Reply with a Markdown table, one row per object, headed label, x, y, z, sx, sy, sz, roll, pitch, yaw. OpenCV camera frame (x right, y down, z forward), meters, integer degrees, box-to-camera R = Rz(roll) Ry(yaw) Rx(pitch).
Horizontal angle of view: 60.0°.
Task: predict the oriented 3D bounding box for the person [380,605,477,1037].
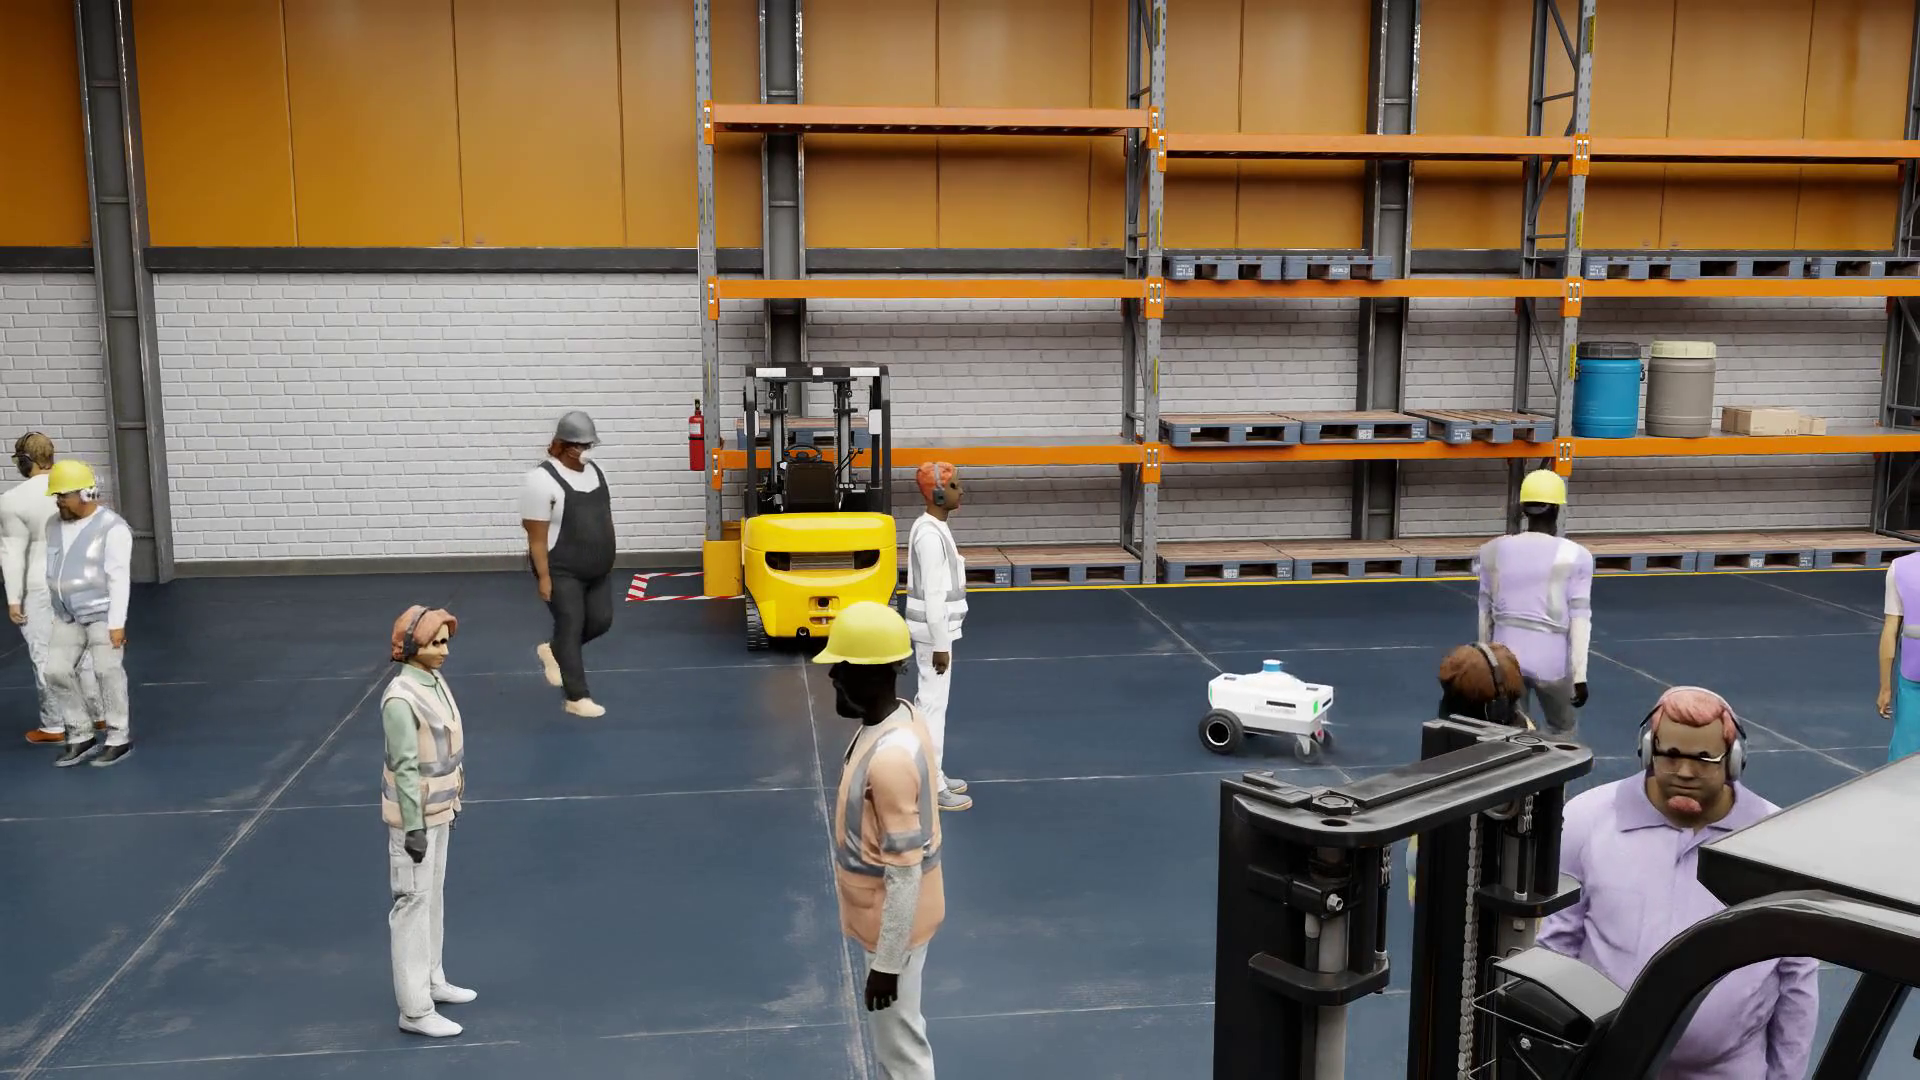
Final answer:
| label | x | y | z | sx | sy | sz | roll | pitch | yaw |
| --- | --- | --- | --- | --- | --- | --- | --- | --- | --- |
| person | -2.048 | 1.059 | 6.366 | 0.311 | 1.639 | 0.512 | -1 | 9 | -4 |

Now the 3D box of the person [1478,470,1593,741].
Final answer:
| label | x | y | z | sx | sy | sz | roll | pitch | yaw |
| --- | --- | --- | --- | --- | --- | --- | --- | --- | --- |
| person | 2.885 | 0.600 | 8.384 | 0.612 | 1.906 | 0.448 | 9 | 13 | 43 |

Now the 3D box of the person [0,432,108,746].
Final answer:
| label | x | y | z | sx | sy | sz | roll | pitch | yaw |
| --- | --- | --- | --- | --- | --- | --- | --- | --- | --- |
| person | -5.574 | 0.299 | 10.220 | 0.365 | 1.931 | 0.629 | 4 | 10 | 25 |

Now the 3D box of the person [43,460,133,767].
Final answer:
| label | x | y | z | sx | sy | sz | roll | pitch | yaw |
| --- | --- | --- | --- | --- | --- | --- | --- | --- | --- |
| person | -5.116 | 0.441 | 9.683 | 0.619 | 1.806 | 0.551 | 3 | 9 | 16 |

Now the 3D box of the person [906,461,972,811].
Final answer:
| label | x | y | z | sx | sy | sz | roll | pitch | yaw |
| --- | --- | --- | --- | --- | --- | --- | --- | --- | --- |
| person | -0.119 | 0.512 | 9.015 | 0.353 | 1.884 | 0.577 | 0 | 9 | -3 |

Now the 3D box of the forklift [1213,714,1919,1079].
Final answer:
| label | x | y | z | sx | sy | sz | roll | pitch | yaw |
| --- | --- | --- | --- | --- | --- | --- | --- | --- | --- |
| forklift | 1.441 | 1.425 | 2.350 | 1.214 | 2.155 | 2.313 | -7 | 12 | -39 |

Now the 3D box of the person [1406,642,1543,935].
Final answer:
| label | x | y | z | sx | sy | sz | roll | pitch | yaw |
| --- | --- | --- | --- | --- | --- | --- | --- | --- | --- |
| person | 1.635 | 1.181 | 5.038 | 0.669 | 1.820 | 0.646 | 3 | 10 | 18 |

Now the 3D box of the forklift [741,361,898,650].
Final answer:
| label | x | y | z | sx | sy | sz | roll | pitch | yaw |
| --- | --- | --- | --- | --- | --- | --- | --- | --- | --- |
| forklift | -1.154 | -0.340 | 13.365 | 1.214 | 2.155 | 2.313 | -1 | 9 | -7 |

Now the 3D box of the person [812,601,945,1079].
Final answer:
| label | x | y | z | sx | sy | sz | roll | pitch | yaw |
| --- | --- | --- | --- | --- | --- | --- | --- | --- | --- |
| person | -0.239 | 1.132 | 5.012 | 0.388 | 1.926 | 0.590 | -1 | 9 | -4 |

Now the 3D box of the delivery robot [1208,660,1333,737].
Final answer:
| label | x | y | z | sx | sy | sz | roll | pitch | yaw |
| --- | --- | --- | --- | --- | --- | --- | --- | --- | --- |
| delivery robot | 1.872 | 0.966 | 10.020 | 0.707 | 0.478 | 0.477 | 5 | 10 | 29 |

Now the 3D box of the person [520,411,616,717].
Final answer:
| label | x | y | z | sx | sy | sz | roll | pitch | yaw |
| --- | --- | --- | --- | --- | --- | --- | --- | --- | --- |
| person | -2.590 | 0.131 | 10.906 | 0.738 | 2.000 | 0.712 | 6 | 11 | 31 |

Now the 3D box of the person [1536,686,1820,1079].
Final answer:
| label | x | y | z | sx | sy | sz | roll | pitch | yaw |
| --- | --- | --- | --- | --- | --- | --- | --- | --- | --- |
| person | 1.746 | 1.288 | 4.107 | 0.652 | 1.904 | 0.403 | 4 | 10 | 23 |

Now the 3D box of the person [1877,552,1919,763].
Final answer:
| label | x | y | z | sx | sy | sz | roll | pitch | yaw |
| --- | --- | --- | --- | --- | --- | --- | --- | --- | --- |
| person | 4.688 | 0.704 | 7.937 | 0.563 | 1.844 | 0.390 | 3 | 10 | 18 |
